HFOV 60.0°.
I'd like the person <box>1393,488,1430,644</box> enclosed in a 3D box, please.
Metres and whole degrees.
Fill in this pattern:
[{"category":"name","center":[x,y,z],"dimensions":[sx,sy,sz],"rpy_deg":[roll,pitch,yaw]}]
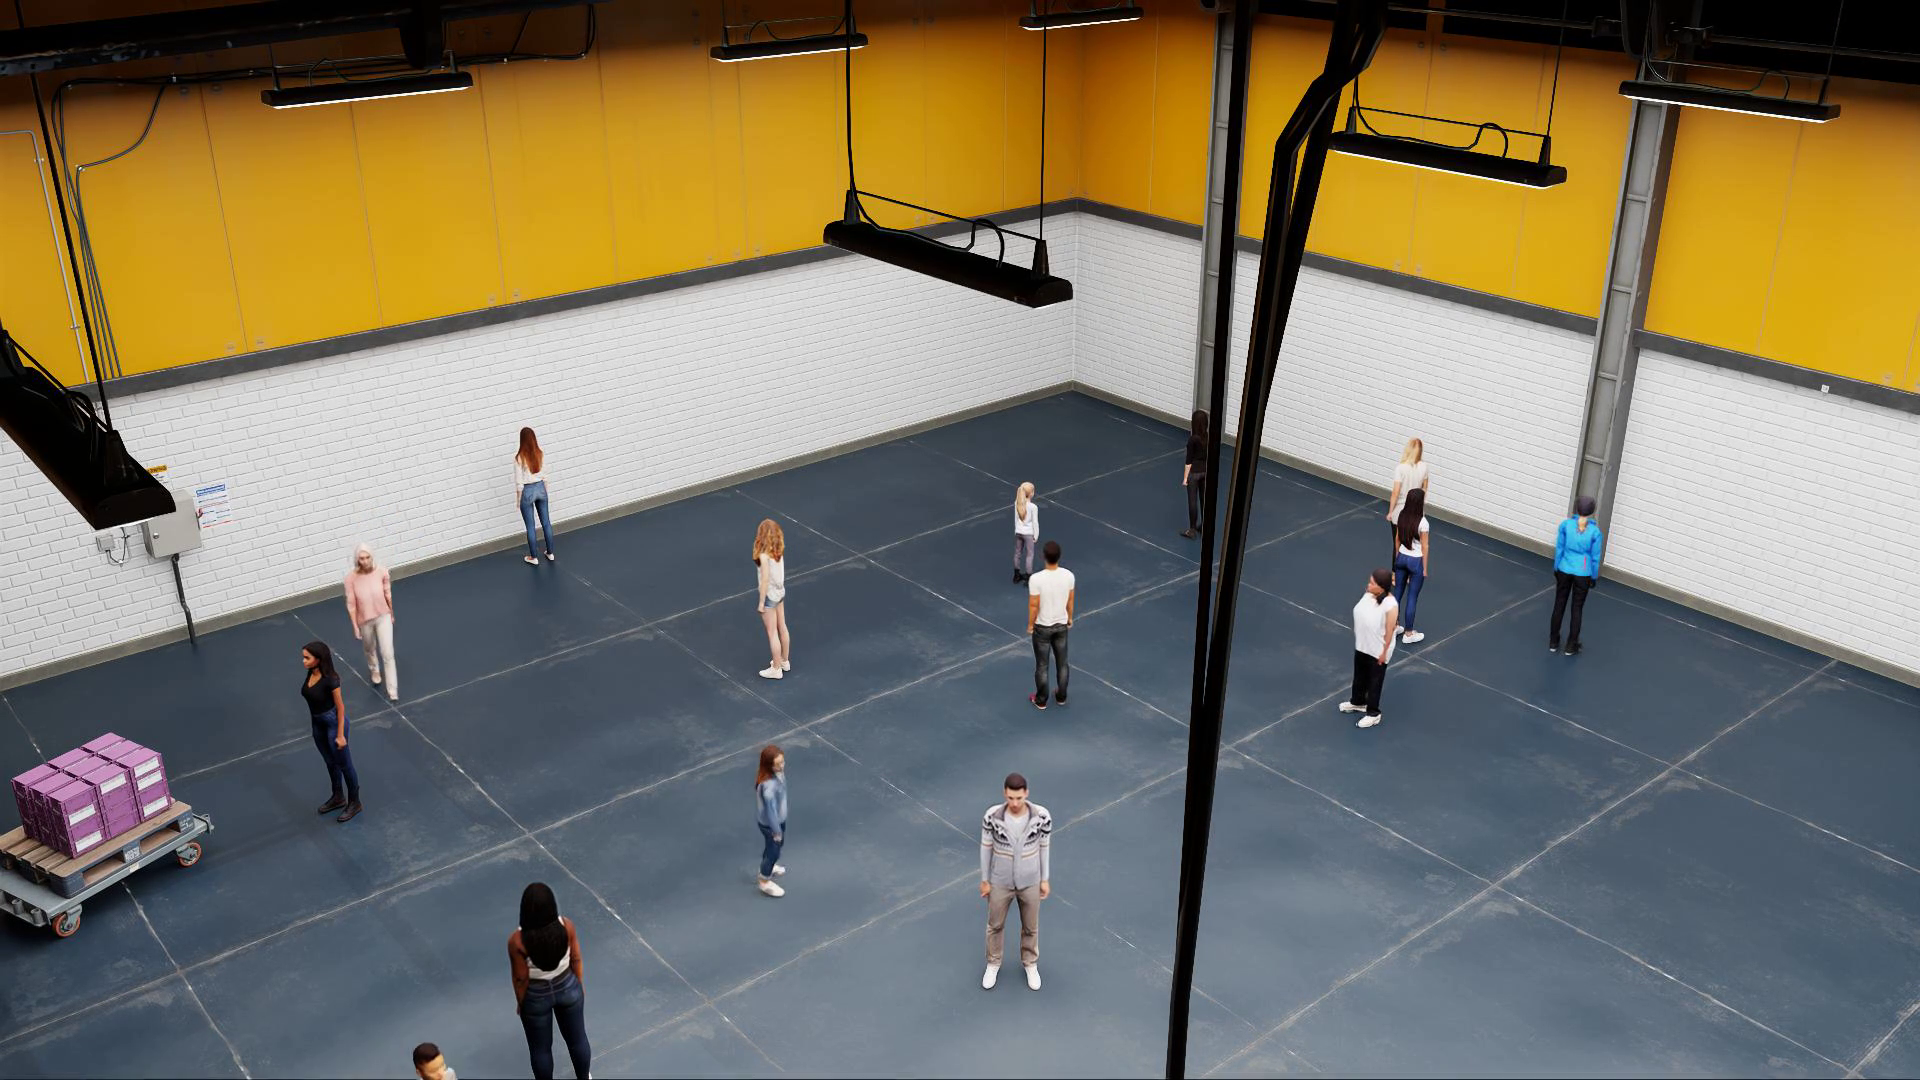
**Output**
[{"category":"person","center":[4.891,0.268,18.090],"dimensions":[0.661,1.775,0.477],"rpy_deg":[-15,28,-31]}]

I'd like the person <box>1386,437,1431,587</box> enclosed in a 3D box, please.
[{"category":"person","center":[5.226,-0.329,19.392],"dimensions":[0.686,1.826,0.690],"rpy_deg":[-4,24,-10]}]

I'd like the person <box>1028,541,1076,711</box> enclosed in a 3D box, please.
[{"category":"person","center":[0.914,0.846,16.733],"dimensions":[0.703,1.802,0.660],"rpy_deg":[-8,25,-18]}]

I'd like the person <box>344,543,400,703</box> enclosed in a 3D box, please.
[{"category":"person","center":[-6.027,0.798,17.011],"dimensions":[0.818,1.668,1.222],"rpy_deg":[-11,26,-23]}]

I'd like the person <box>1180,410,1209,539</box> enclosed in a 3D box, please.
[{"category":"person","center":[2.996,-0.832,20.776],"dimensions":[0.575,1.640,0.533],"rpy_deg":[-15,28,-30]}]

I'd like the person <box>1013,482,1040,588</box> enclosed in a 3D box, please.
[{"category":"person","center":[0.757,-0.080,19.509],"dimensions":[0.478,1.277,0.577],"rpy_deg":[18,29,35]}]

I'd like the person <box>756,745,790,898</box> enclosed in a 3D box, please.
[{"category":"person","center":[-1.598,2.310,13.819],"dimensions":[0.791,1.455,0.722],"rpy_deg":[-4,24,-10]}]

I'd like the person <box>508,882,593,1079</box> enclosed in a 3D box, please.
[{"category":"person","center":[-2.821,3.141,11.475],"dimensions":[0.706,1.809,0.693],"rpy_deg":[-10,26,-22]}]

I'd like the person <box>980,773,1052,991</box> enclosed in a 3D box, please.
[{"category":"person","center":[0.426,2.574,12.709],"dimensions":[0.758,1.860,0.790],"rpy_deg":[0,24,0]}]

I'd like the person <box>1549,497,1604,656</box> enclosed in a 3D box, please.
[{"category":"person","center":[6.585,0.369,17.831],"dimensions":[0.525,1.797,0.717],"rpy_deg":[18,29,35]}]

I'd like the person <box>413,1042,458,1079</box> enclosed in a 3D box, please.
[{"category":"person","center":[-3.344,3.765,10.495],"dimensions":[0.854,1.450,0.758],"rpy_deg":[8,25,17]}]

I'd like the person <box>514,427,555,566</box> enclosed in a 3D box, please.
[{"category":"person","center":[-5.129,-0.545,20.006],"dimensions":[0.571,1.729,0.497],"rpy_deg":[-18,29,-35]}]

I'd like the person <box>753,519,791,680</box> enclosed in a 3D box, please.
[{"category":"person","center":[-1.939,0.606,17.336],"dimensions":[0.654,1.759,0.652],"rpy_deg":[10,26,22]}]

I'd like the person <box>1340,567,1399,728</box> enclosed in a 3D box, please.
[{"category":"person","center":[4.066,1.026,16.467],"dimensions":[0.825,1.686,0.691],"rpy_deg":[-5,24,-12]}]

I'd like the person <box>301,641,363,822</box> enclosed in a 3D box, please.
[{"category":"person","center":[-5.639,1.682,14.899],"dimensions":[0.552,1.739,0.684],"rpy_deg":[15,28,30]}]
